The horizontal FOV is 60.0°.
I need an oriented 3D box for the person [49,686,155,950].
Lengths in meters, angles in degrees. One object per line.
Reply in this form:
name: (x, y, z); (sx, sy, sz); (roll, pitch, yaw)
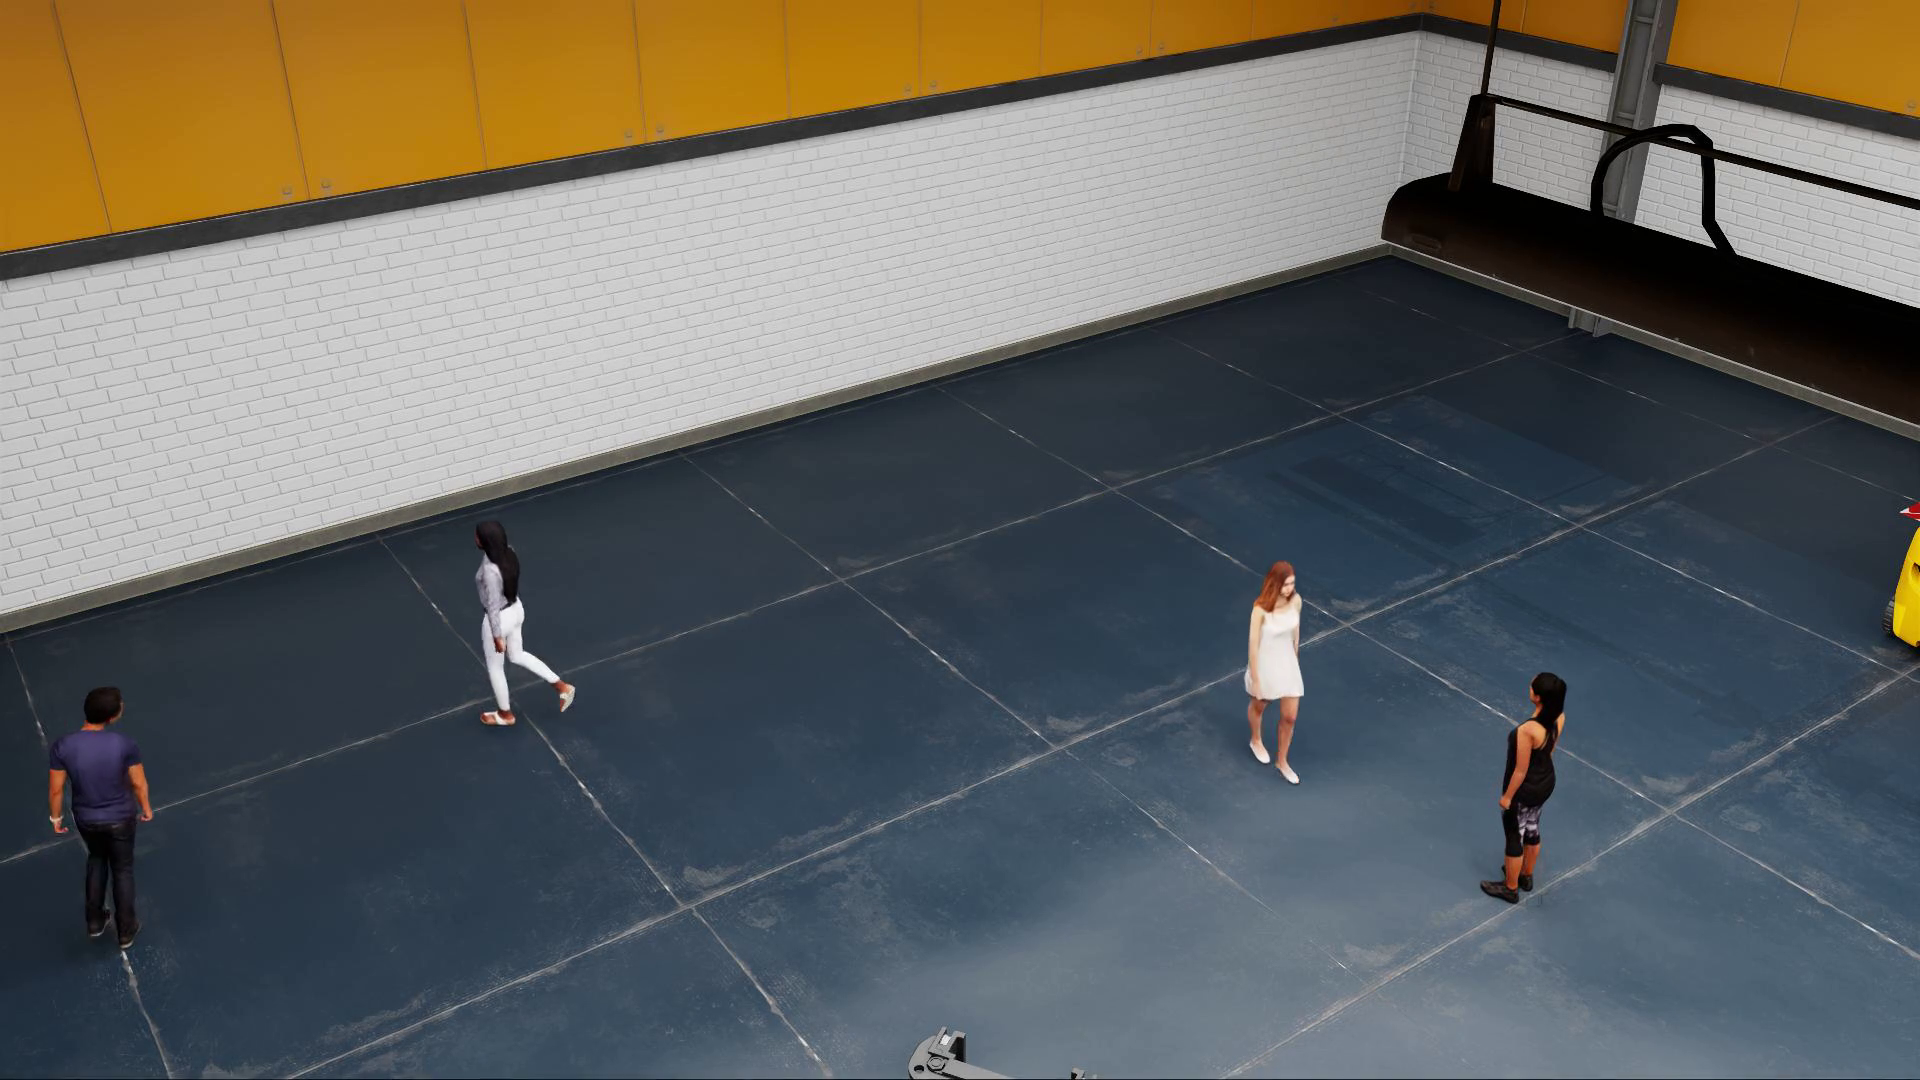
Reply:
person: (-5.132, 1.685, 9.943); (0.820, 1.742, 0.752); (-14, 32, -24)

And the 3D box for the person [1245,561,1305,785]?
person: (2.126, 0.831, 11.569); (0.737, 1.683, 0.885); (-8, 30, -14)

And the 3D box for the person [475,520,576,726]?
person: (-3.190, 0.608, 11.954); (1.036, 1.706, 0.971); (5, 29, 9)

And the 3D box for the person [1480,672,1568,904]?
person: (3.533, 1.521, 10.326); (0.603, 1.663, 0.528); (-22, 36, -35)
